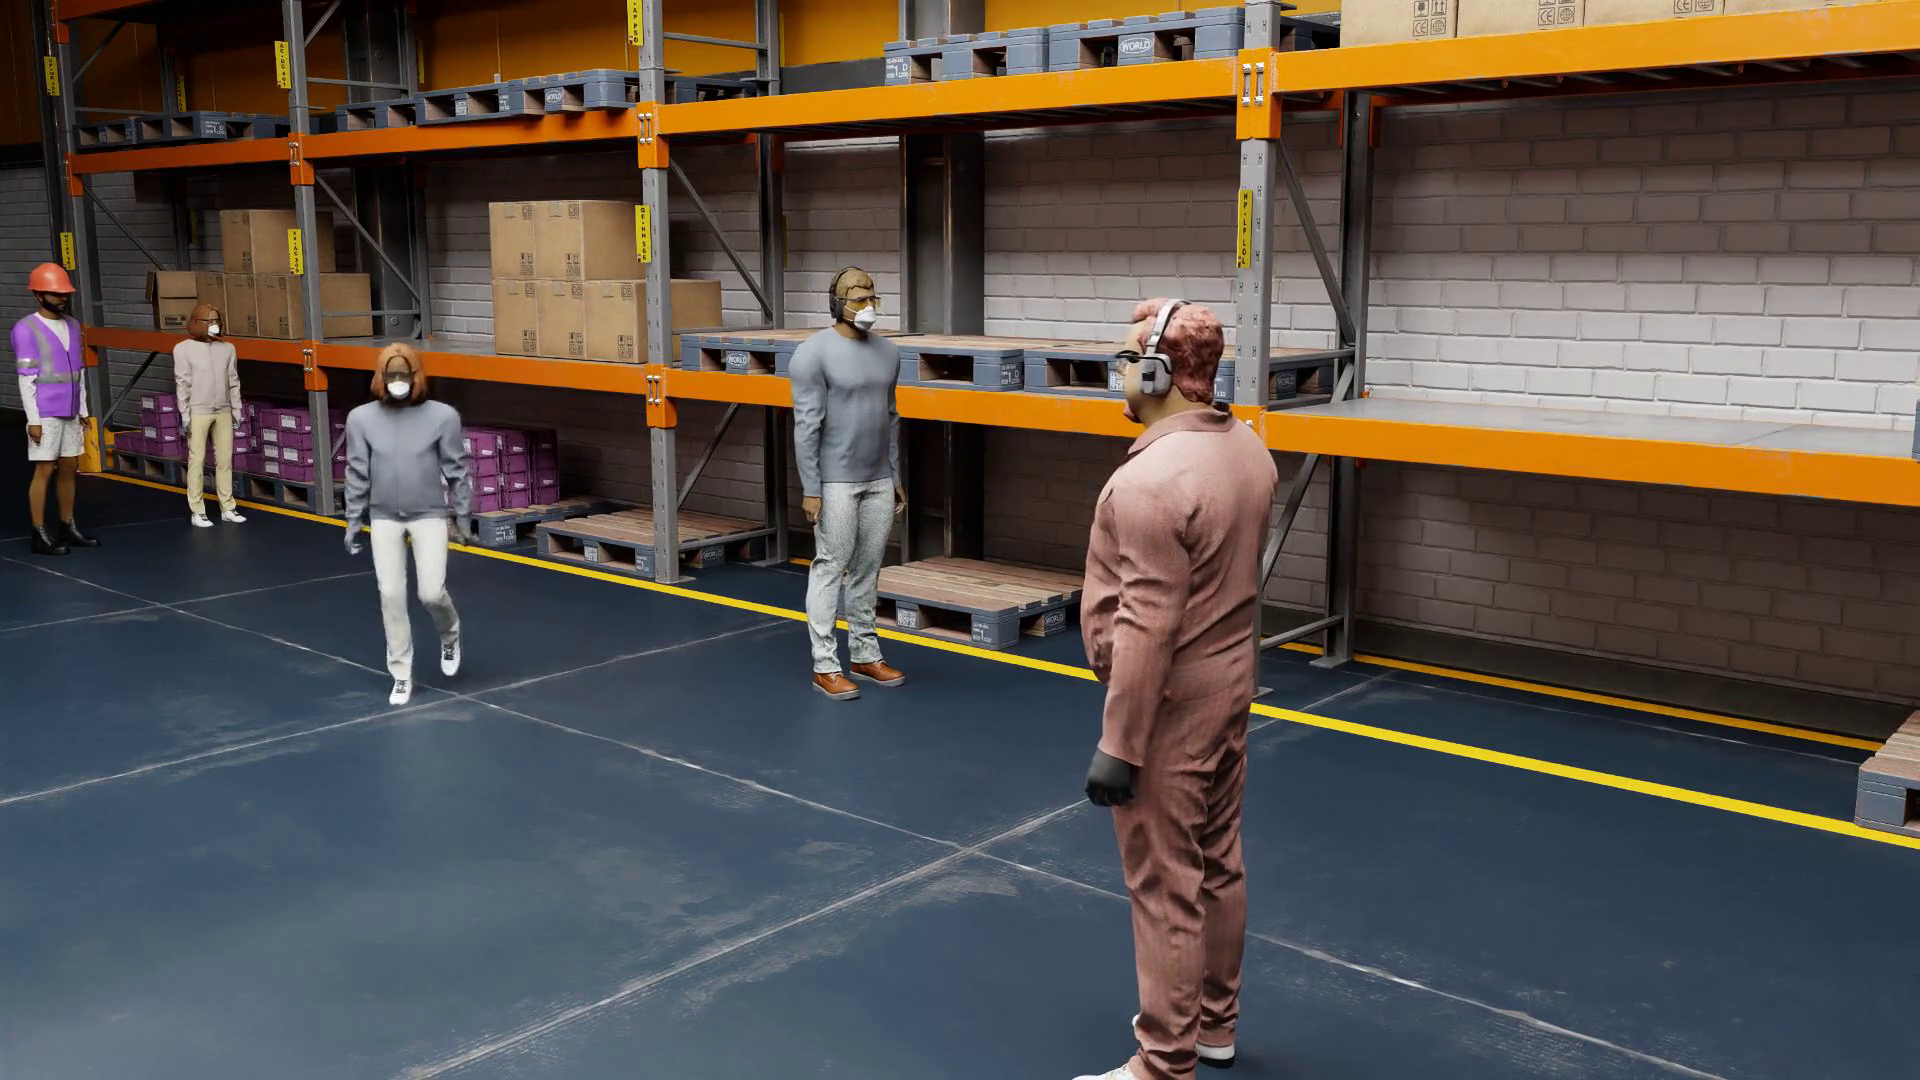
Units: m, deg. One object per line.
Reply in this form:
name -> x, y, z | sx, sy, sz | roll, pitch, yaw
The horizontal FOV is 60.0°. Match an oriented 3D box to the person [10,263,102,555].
person -> -5.976, -0.862, 11.034 | 0.414, 1.929, 0.548 | 2, 10, 12

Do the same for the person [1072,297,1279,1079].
person -> 0.480, 0.395, 3.913 | 0.406, 1.911, 0.636 | 6, 12, 31

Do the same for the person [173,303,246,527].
person -> -5.477, -0.911, 12.152 | 0.277, 1.629, 0.498 | 7, 12, 33

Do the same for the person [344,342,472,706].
person -> -2.458, -0.083, 7.456 | 0.523, 1.618, 0.421 | -1, 10, -4

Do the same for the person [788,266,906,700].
person -> -0.487, -0.260, 7.550 | 0.364, 1.939, 0.636 | 8, 13, 40
